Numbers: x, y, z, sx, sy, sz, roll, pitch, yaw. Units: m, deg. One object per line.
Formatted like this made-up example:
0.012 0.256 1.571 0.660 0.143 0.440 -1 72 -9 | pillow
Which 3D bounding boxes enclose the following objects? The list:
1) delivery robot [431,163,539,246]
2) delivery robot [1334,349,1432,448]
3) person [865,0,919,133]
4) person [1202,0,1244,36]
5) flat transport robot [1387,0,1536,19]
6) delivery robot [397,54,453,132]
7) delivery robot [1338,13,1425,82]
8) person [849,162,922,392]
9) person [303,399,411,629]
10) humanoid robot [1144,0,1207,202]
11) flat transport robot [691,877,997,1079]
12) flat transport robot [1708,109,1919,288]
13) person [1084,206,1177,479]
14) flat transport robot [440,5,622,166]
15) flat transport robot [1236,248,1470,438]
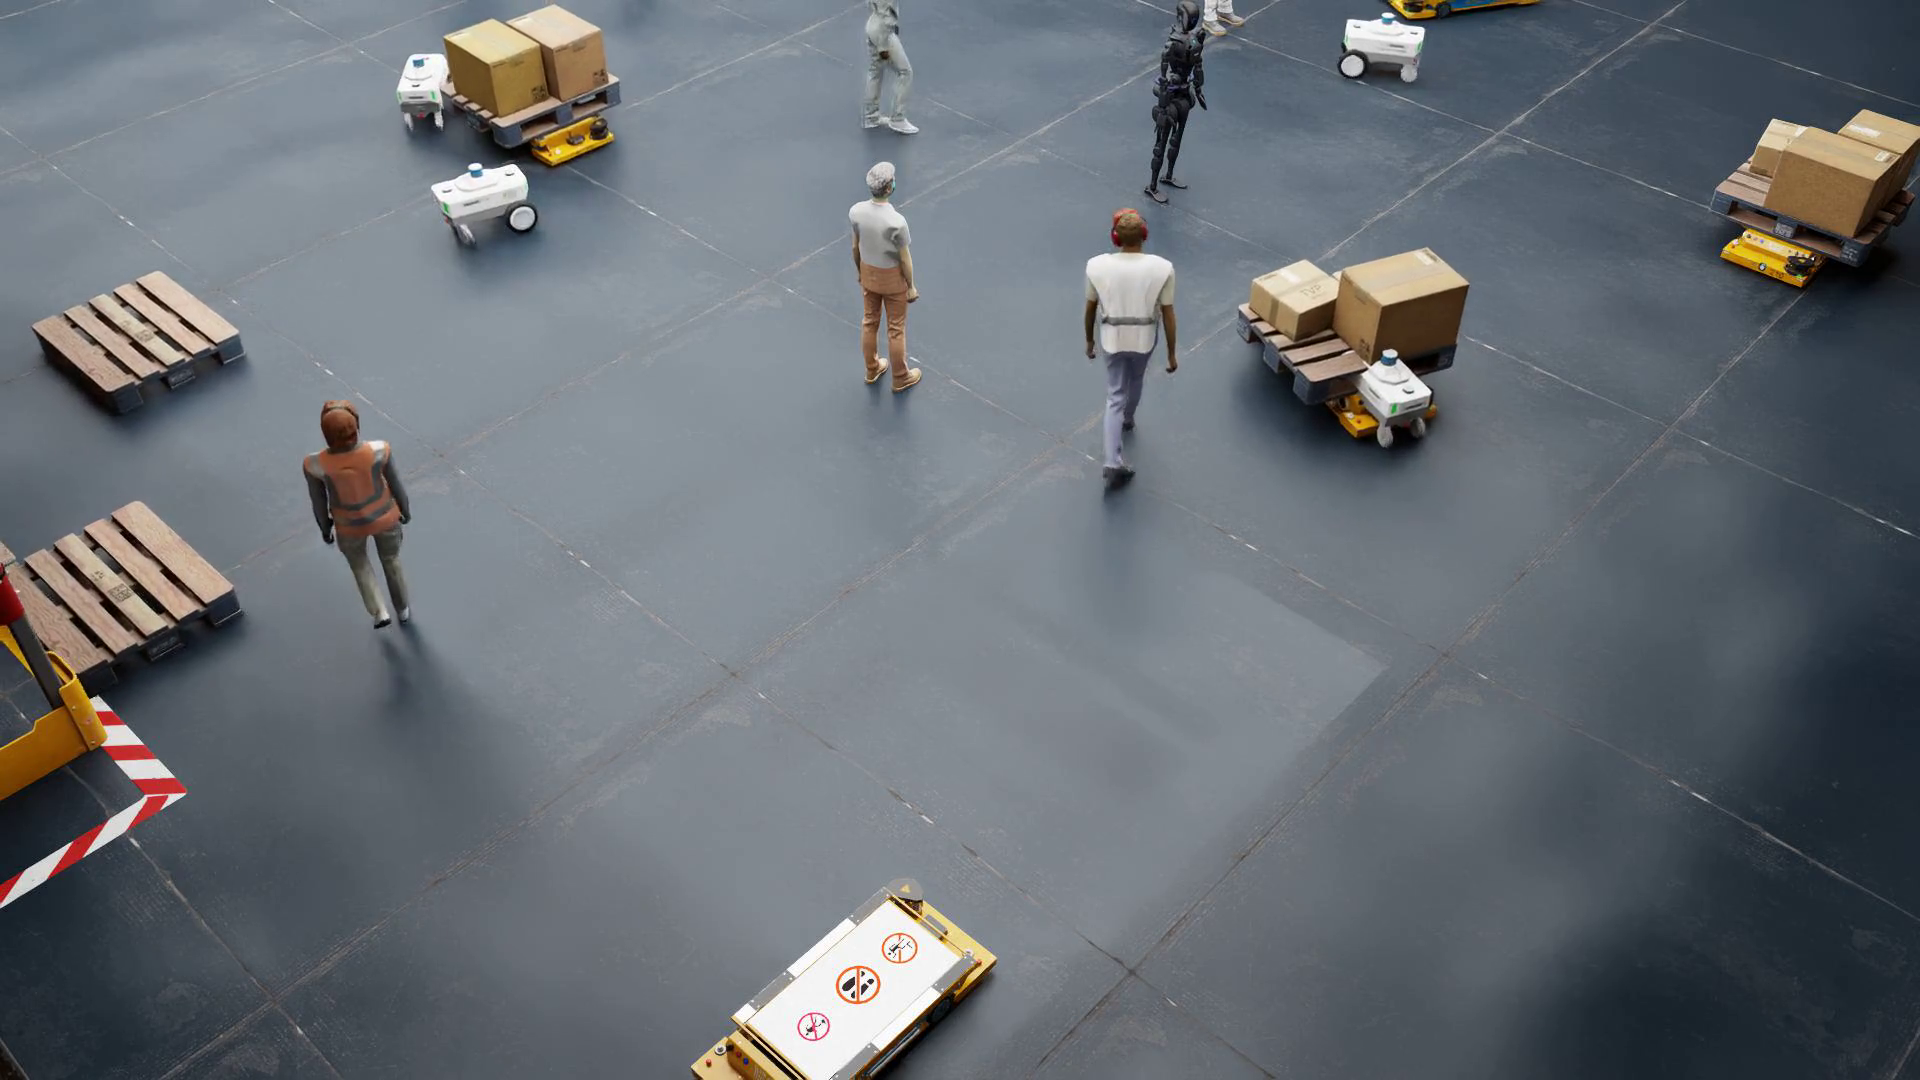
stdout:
-3.809 -2.738 13.349 0.758 0.587 0.524 -21 46 -22 | delivery robot
2.912 -1.066 11.485 0.499 0.579 0.753 -16 44 -17 | delivery robot
-0.592 -4.327 14.251 0.575 1.713 0.488 -11 43 -12 | person
2.567 -5.741 15.700 0.341 1.881 0.584 32 51 30 | person
4.980 -5.505 16.645 1.431 0.231 0.659 -11 43 -12 | flat transport robot
-4.757 -4.021 14.776 0.499 0.587 0.789 -3 42 -4 | delivery robot
3.890 -4.577 15.412 0.805 0.612 0.499 10 43 11 | delivery robot
-0.509 -1.800 11.421 0.468 1.748 0.321 21 46 22 | person
-3.447 -0.128 9.652 0.530 1.620 0.394 -16 44 -17 | person
1.760 -3.562 13.424 0.315 1.655 0.599 32 51 30 | humanoid robot
-0.540 2.262 8.012 0.659 0.231 1.431 32 51 30 | flat transport robot
6.719 -2.492 13.295 0.659 0.231 1.431 32 51 30 | flat transport robot
1.105 -1.277 10.817 0.606 1.779 0.912 1 42 1 | person
-3.746 -3.726 14.667 0.659 0.231 1.431 -34 52 -32 | flat transport robot
2.741 -1.275 11.944 0.659 0.231 1.431 -16 44 -17 | flat transport robot
